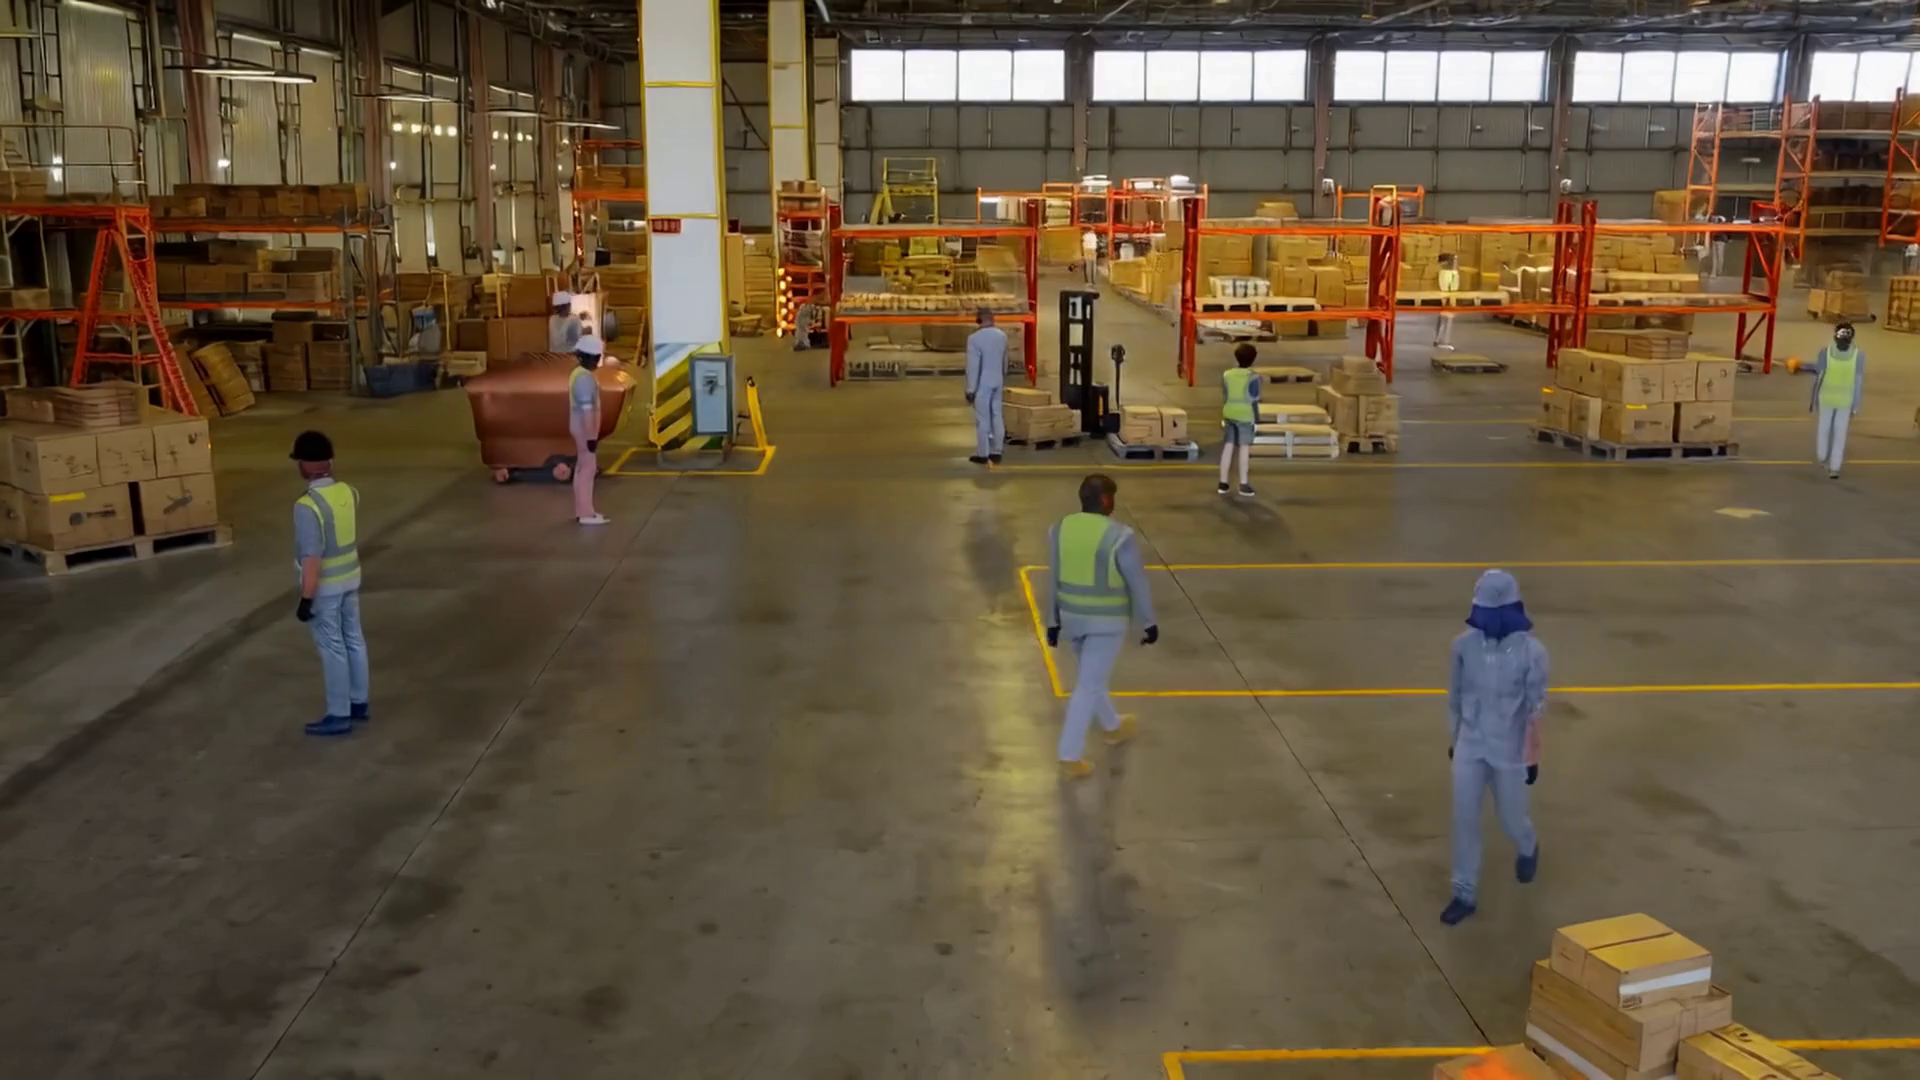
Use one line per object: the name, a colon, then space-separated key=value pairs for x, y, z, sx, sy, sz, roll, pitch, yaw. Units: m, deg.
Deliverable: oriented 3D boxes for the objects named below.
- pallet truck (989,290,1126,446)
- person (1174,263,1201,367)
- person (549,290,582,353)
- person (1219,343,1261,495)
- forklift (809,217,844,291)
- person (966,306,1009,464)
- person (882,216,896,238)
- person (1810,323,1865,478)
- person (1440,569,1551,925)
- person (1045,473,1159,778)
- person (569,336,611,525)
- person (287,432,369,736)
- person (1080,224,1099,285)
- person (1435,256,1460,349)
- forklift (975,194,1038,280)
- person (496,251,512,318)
pallet truck: x=1.257 y=-2.299 z=22.111 sx=1.885 sy=1.965 sz=0.823 roll=-9 pitch=15 yaw=-35
person: x=4.177 y=-4.095 z=30.408 sx=0.419 sy=1.911 sz=0.616 roll=-11 pitch=16 yaw=-40
person: x=-5.561 y=-2.541 z=23.367 sx=0.570 sy=1.923 sz=0.401 roll=6 pitch=14 yaw=24
person: x=3.136 y=-1.354 z=18.555 sx=0.322 sy=1.689 sz=0.531 roll=-11 pitch=16 yaw=-39
forklift: x=-4.375 y=-8.619 z=48.637 sx=1.873 sy=2.768 sz=1.129 roll=0 pitch=12 yaw=-2
person: x=0.326 y=-1.901 z=20.446 sx=0.636 sy=1.939 sz=0.362 roll=-12 pitch=17 yaw=-43
person: x=-2.744 y=-11.863 z=65.632 sx=0.660 sy=1.860 sz=1.058 roll=7 pitch=14 yaw=29
person: x=10.421 y=-1.688 z=19.793 sx=0.519 sy=1.817 sz=0.903 roll=6 pitch=14 yaw=24
person: x=2.601 y=0.960 z=8.011 sx=0.488 sy=1.724 sz=0.688 roll=10 pitch=16 yaw=37
person: x=0.844 y=0.486 z=10.022 sx=0.641 sy=1.790 sz=0.978 roll=12 pitch=17 yaw=44
person: x=-3.778 y=-1.114 z=16.927 sx=0.383 sy=1.923 sz=0.590 roll=-4 pitch=13 yaw=-18
person: x=-4.026 y=0.276 z=10.595 sx=0.389 sy=1.949 sz=0.603 roll=2 pitch=13 yaw=8
person: x=4.108 y=-9.060 z=52.839 sx=0.560 sy=1.914 sz=0.683 roll=0 pitch=12 yaw=1
person: x=9.895 y=-4.807 z=33.726 sx=0.349 sy=1.878 sz=0.567 roll=-7 pitch=14 yaw=-28
forklift: x=1.522 y=-10.149 z=55.546 sx=1.873 sy=2.768 sz=1.129 roll=-7 pitch=14 yaw=-30
person: x=-11.217 y=-6.260 z=40.835 sx=0.313 sy=1.634 sz=0.514 roll=-10 pitch=16 yaw=-38
